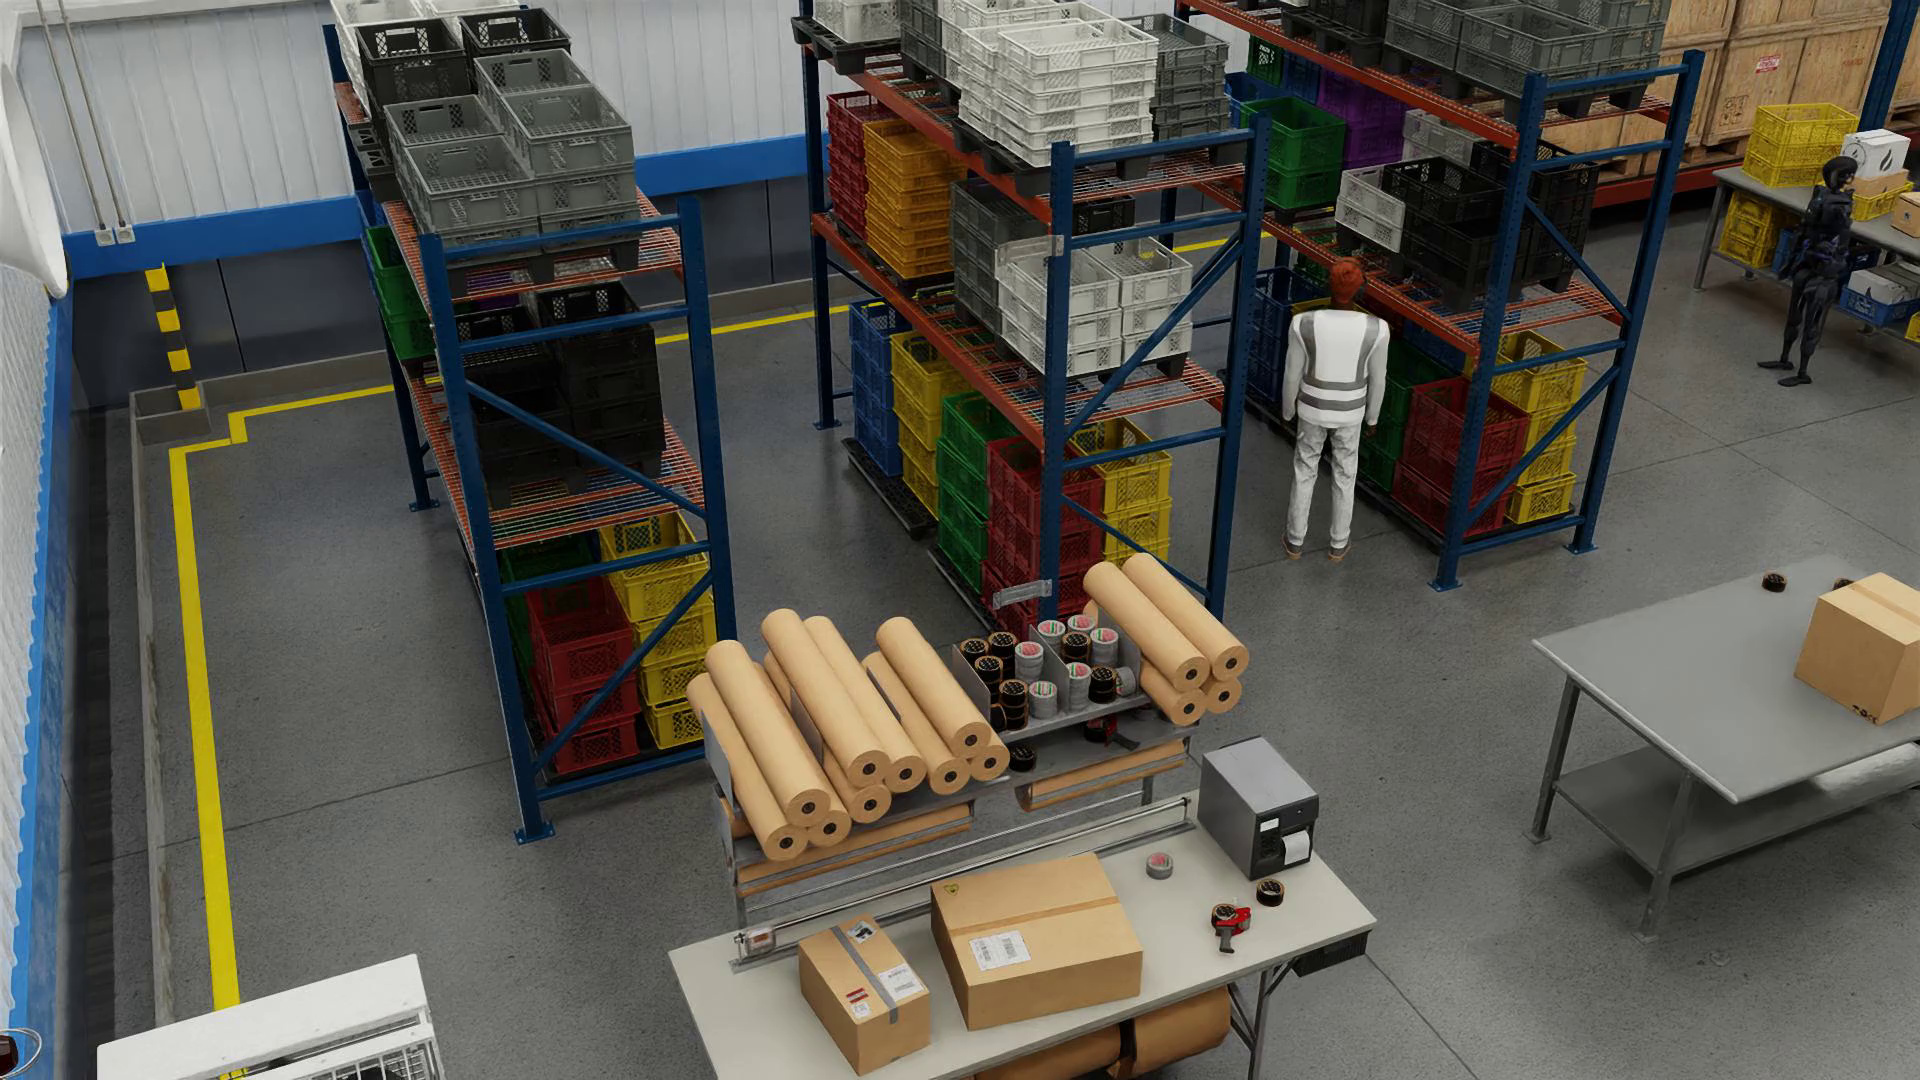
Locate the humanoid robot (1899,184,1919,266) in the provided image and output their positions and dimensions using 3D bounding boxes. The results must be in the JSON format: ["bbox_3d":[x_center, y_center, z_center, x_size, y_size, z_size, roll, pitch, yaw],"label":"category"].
[{"bbox_3d":[7.441,-2.541,12.741,0.313,1.657,0.610,26,40,35],"label":"humanoid robot"}]

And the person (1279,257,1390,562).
[{"bbox_3d":[2.140,-0.732,9.619,0.573,1.883,0.355,6,32,10],"label":"person"}]

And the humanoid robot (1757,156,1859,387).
[{"bbox_3d":[5.992,-1.894,11.694,0.331,1.653,0.600,-1,32,-2],"label":"humanoid robot"}]
